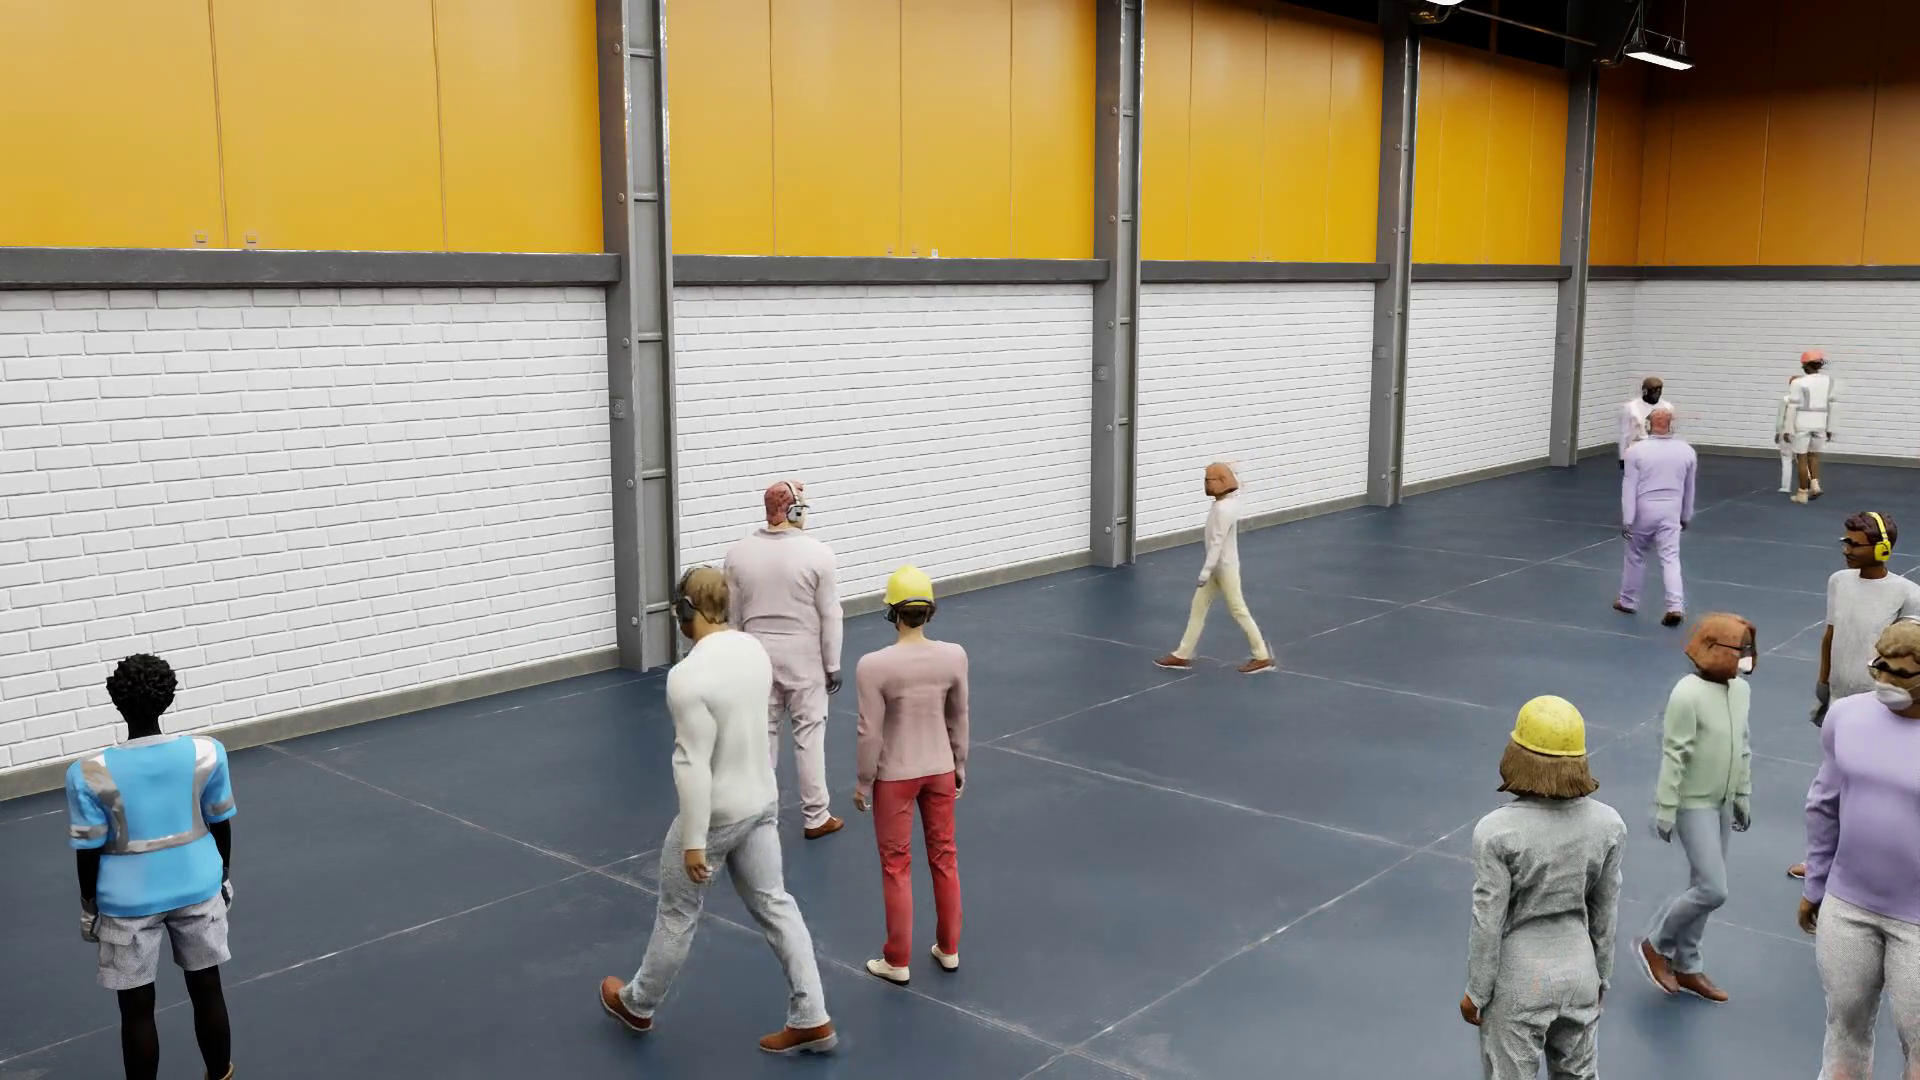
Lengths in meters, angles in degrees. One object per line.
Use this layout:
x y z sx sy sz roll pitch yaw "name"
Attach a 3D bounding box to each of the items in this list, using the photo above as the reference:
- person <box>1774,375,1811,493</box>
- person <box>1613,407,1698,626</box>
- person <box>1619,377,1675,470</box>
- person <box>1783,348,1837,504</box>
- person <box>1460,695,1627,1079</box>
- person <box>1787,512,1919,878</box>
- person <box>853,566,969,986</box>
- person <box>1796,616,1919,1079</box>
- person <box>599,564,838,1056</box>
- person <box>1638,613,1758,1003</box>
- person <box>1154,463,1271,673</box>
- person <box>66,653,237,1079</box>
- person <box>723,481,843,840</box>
11.378 -1.430 22.646 0.519 1.628 0.413 0 9 -2 "person"
5.996 -0.217 14.299 0.660 1.862 0.993 0 9 0 "person"
7.915 -0.987 19.242 0.641 1.823 0.554 0 9 0 "person"
11.033 -1.478 21.658 0.633 2.032 0.420 -1 9 -7 "person"
1.730 1.320 5.002 0.487 1.744 0.294 -2 9 -14 "person"
4.339 0.783 8.004 0.327 1.863 0.514 -4 10 -24 "person"
-0.210 0.986 7.031 0.533 1.767 0.324 -5 10 -29 "person"
2.961 1.183 5.269 0.370 1.934 0.627 -6 11 -32 "person"
-0.921 1.039 6.359 1.039 1.882 0.667 4 10 25 "person"
3.055 1.094 6.754 0.510 1.620 0.342 -7 11 -36 "person"
1.932 0.214 12.427 0.858 1.588 0.500 0 9 -2 "person"
-2.762 1.227 5.733 0.535 1.697 0.317 -8 12 -40 "person"
-0.911 0.635 8.811 0.640 1.904 0.401 3 9 17 "person"
